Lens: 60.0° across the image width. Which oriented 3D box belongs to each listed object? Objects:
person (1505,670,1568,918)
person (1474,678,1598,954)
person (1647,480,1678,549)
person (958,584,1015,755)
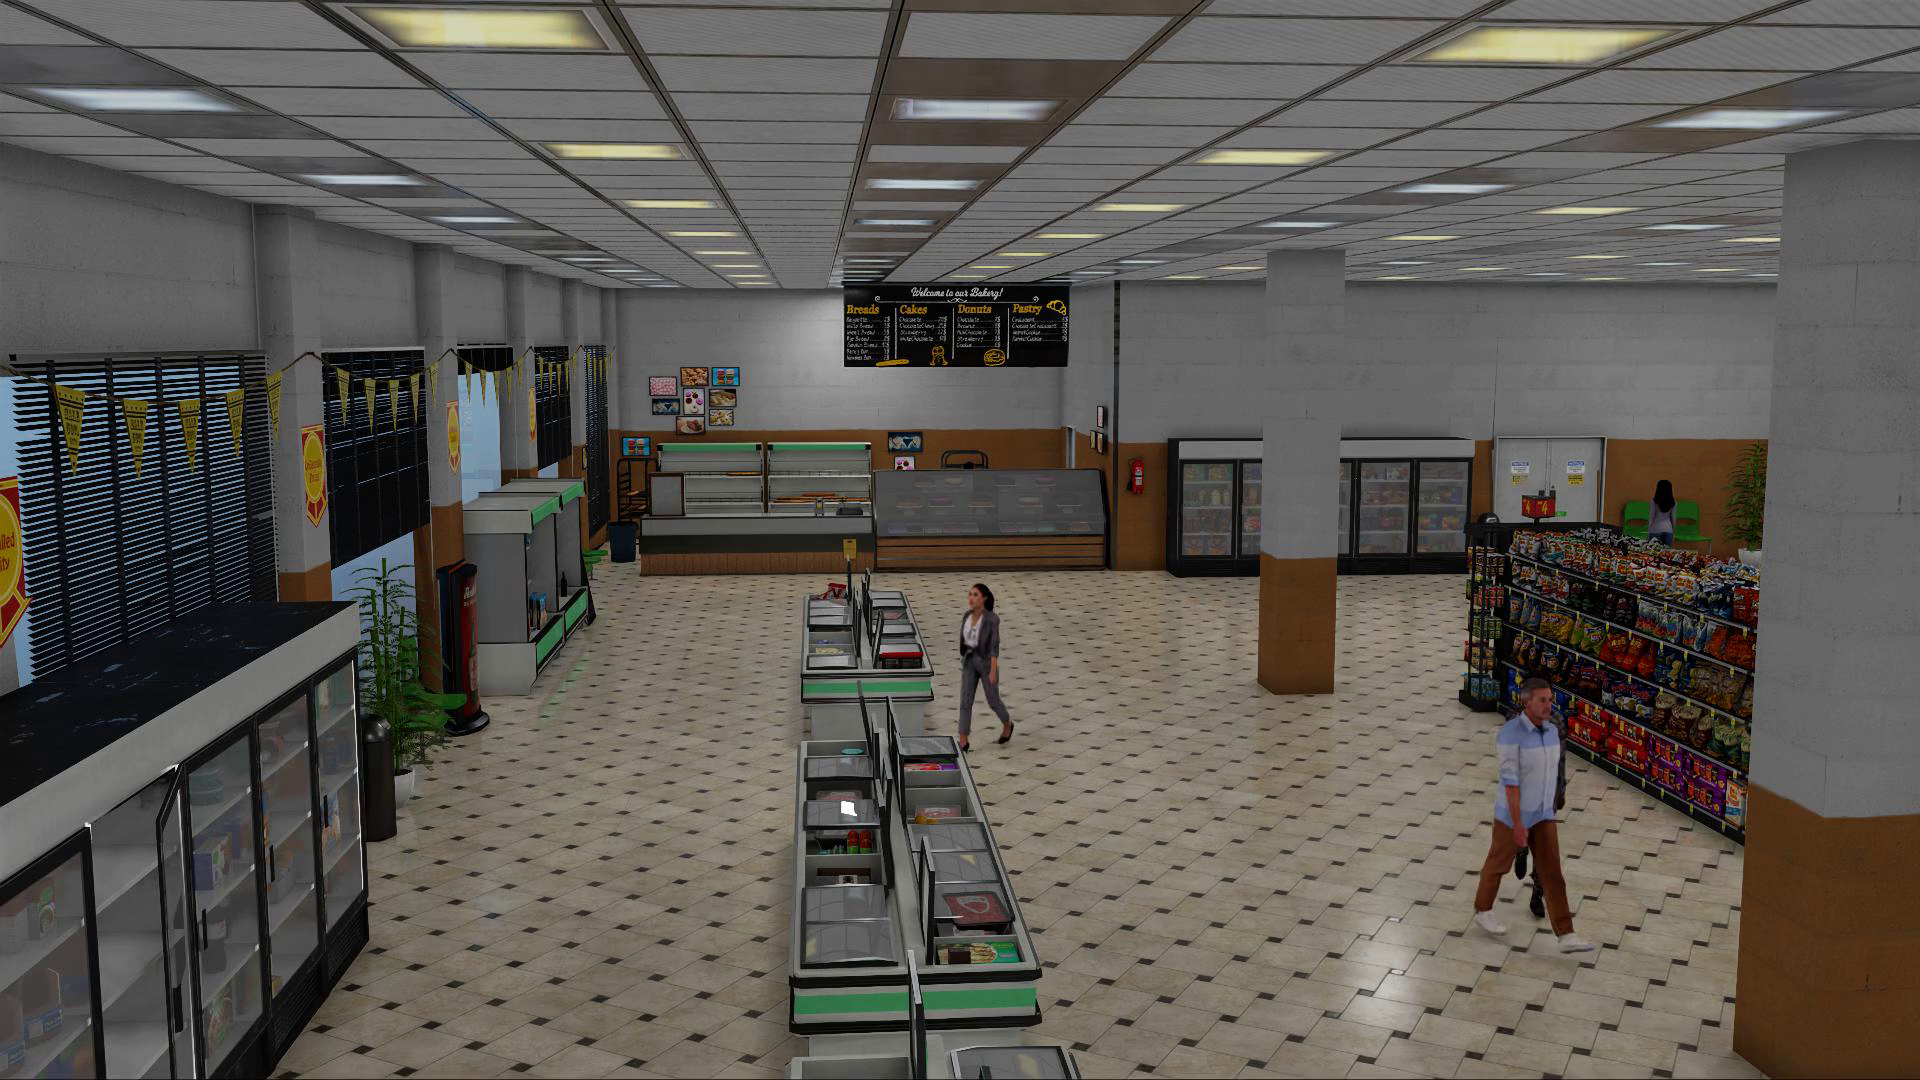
[{"bbox_3d":[4.014,1.753,11.734,0.801,1.704,0.974,2,7,13],"label":"person"},{"bbox_3d":[3.664,1.807,10.995,0.968,1.775,1.263,-3,8,-25],"label":"person"},{"bbox_3d":[11.438,-0.121,27.105,0.598,1.736,0.520,0,7,-2],"label":"person"},{"bbox_3d":[0.265,1.259,16.094,1.079,1.640,1.132,6,9,39],"label":"person"}]
